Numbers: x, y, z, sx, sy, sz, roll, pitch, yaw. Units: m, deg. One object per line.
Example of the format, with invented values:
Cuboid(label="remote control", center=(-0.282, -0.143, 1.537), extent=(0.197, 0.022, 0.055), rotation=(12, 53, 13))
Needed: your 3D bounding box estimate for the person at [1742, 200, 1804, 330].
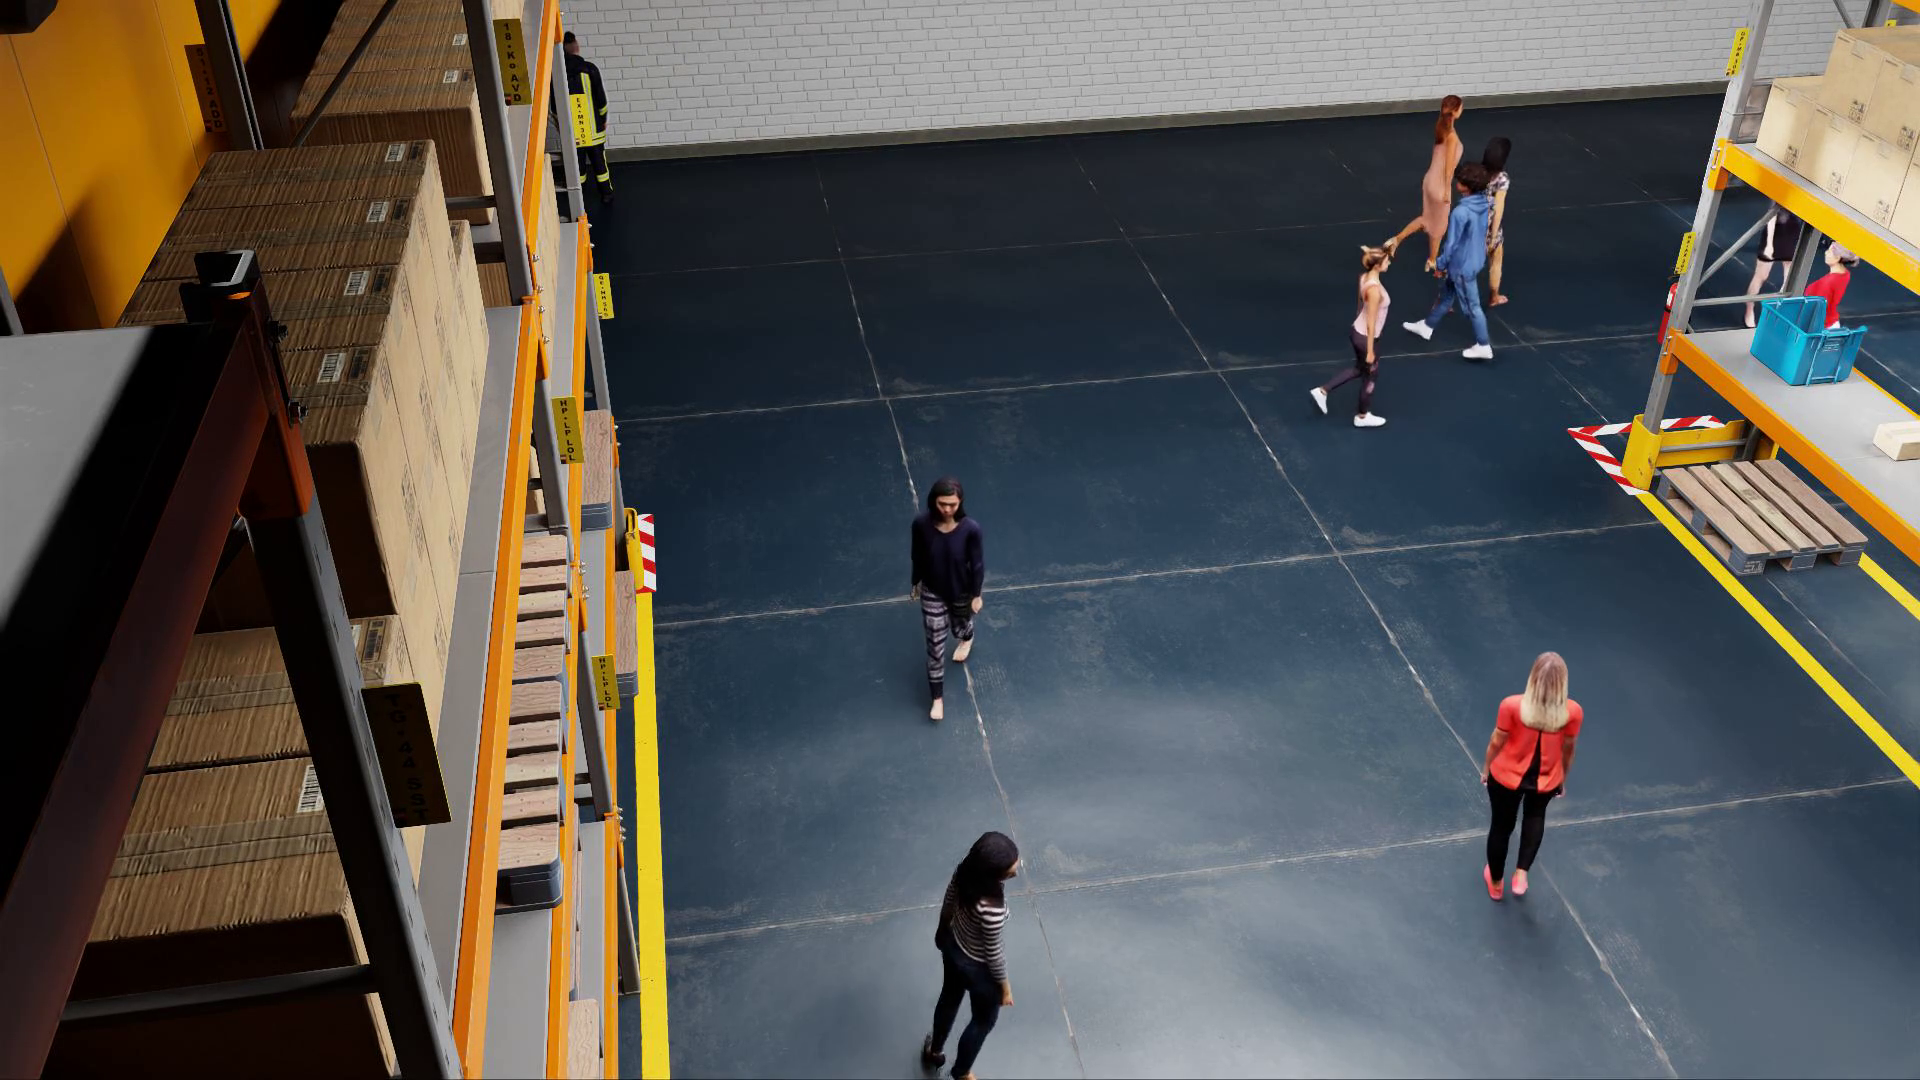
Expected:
Cuboid(label="person", center=(7.408, -2.750, 15.150), extent=(0.592, 1.817, 0.692), rotation=(-5, 34, -7))

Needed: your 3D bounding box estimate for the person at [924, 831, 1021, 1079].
Cuboid(label="person", center=(0.006, 2.018, 8.015), extent=(0.859, 1.774, 0.612), rotation=(-23, 40, -30))

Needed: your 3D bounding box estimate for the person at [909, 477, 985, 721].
Cuboid(label="person", center=(-0.056, 0.253, 10.746), extent=(0.892, 1.691, 1.175), rotation=(7, 34, 10))

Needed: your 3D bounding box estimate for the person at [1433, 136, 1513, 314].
Cuboid(label="person", center=(4.779, -2.876, 15.446), extent=(0.878, 1.698, 1.088), rotation=(-16, 37, -23))

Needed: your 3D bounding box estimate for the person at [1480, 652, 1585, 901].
Cuboid(label="person", center=(3.099, 1.361, 9.081), extent=(0.692, 1.689, 0.722), rotation=(5, 34, 8))

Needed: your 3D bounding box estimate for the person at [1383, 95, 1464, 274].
Cuboid(label="person", center=(4.560, -3.425, 16.166), extent=(0.685, 1.816, 0.859), rotation=(-3, 34, -4))

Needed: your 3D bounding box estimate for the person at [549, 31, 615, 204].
Cuboid(label="person", center=(-4.049, -4.494, 17.728), extent=(0.735, 1.868, 0.668), rotation=(-4, 34, -7))

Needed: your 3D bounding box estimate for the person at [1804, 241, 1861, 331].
Cuboid(label="person", center=(7.098, -1.631, 13.614), extent=(0.919, 1.654, 1.160), rotation=(-26, 41, -33))

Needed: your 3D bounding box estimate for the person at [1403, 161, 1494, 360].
Cuboid(label="person", center=(4.541, -2.425, 14.710), extent=(1.251, 1.762, 1.138), rotation=(26, 41, 33))

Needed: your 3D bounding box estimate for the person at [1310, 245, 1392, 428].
Cuboid(label="person", center=(3.263, -1.660, 13.682), extent=(0.720, 1.627, 0.852), rotation=(1, 34, 1))
